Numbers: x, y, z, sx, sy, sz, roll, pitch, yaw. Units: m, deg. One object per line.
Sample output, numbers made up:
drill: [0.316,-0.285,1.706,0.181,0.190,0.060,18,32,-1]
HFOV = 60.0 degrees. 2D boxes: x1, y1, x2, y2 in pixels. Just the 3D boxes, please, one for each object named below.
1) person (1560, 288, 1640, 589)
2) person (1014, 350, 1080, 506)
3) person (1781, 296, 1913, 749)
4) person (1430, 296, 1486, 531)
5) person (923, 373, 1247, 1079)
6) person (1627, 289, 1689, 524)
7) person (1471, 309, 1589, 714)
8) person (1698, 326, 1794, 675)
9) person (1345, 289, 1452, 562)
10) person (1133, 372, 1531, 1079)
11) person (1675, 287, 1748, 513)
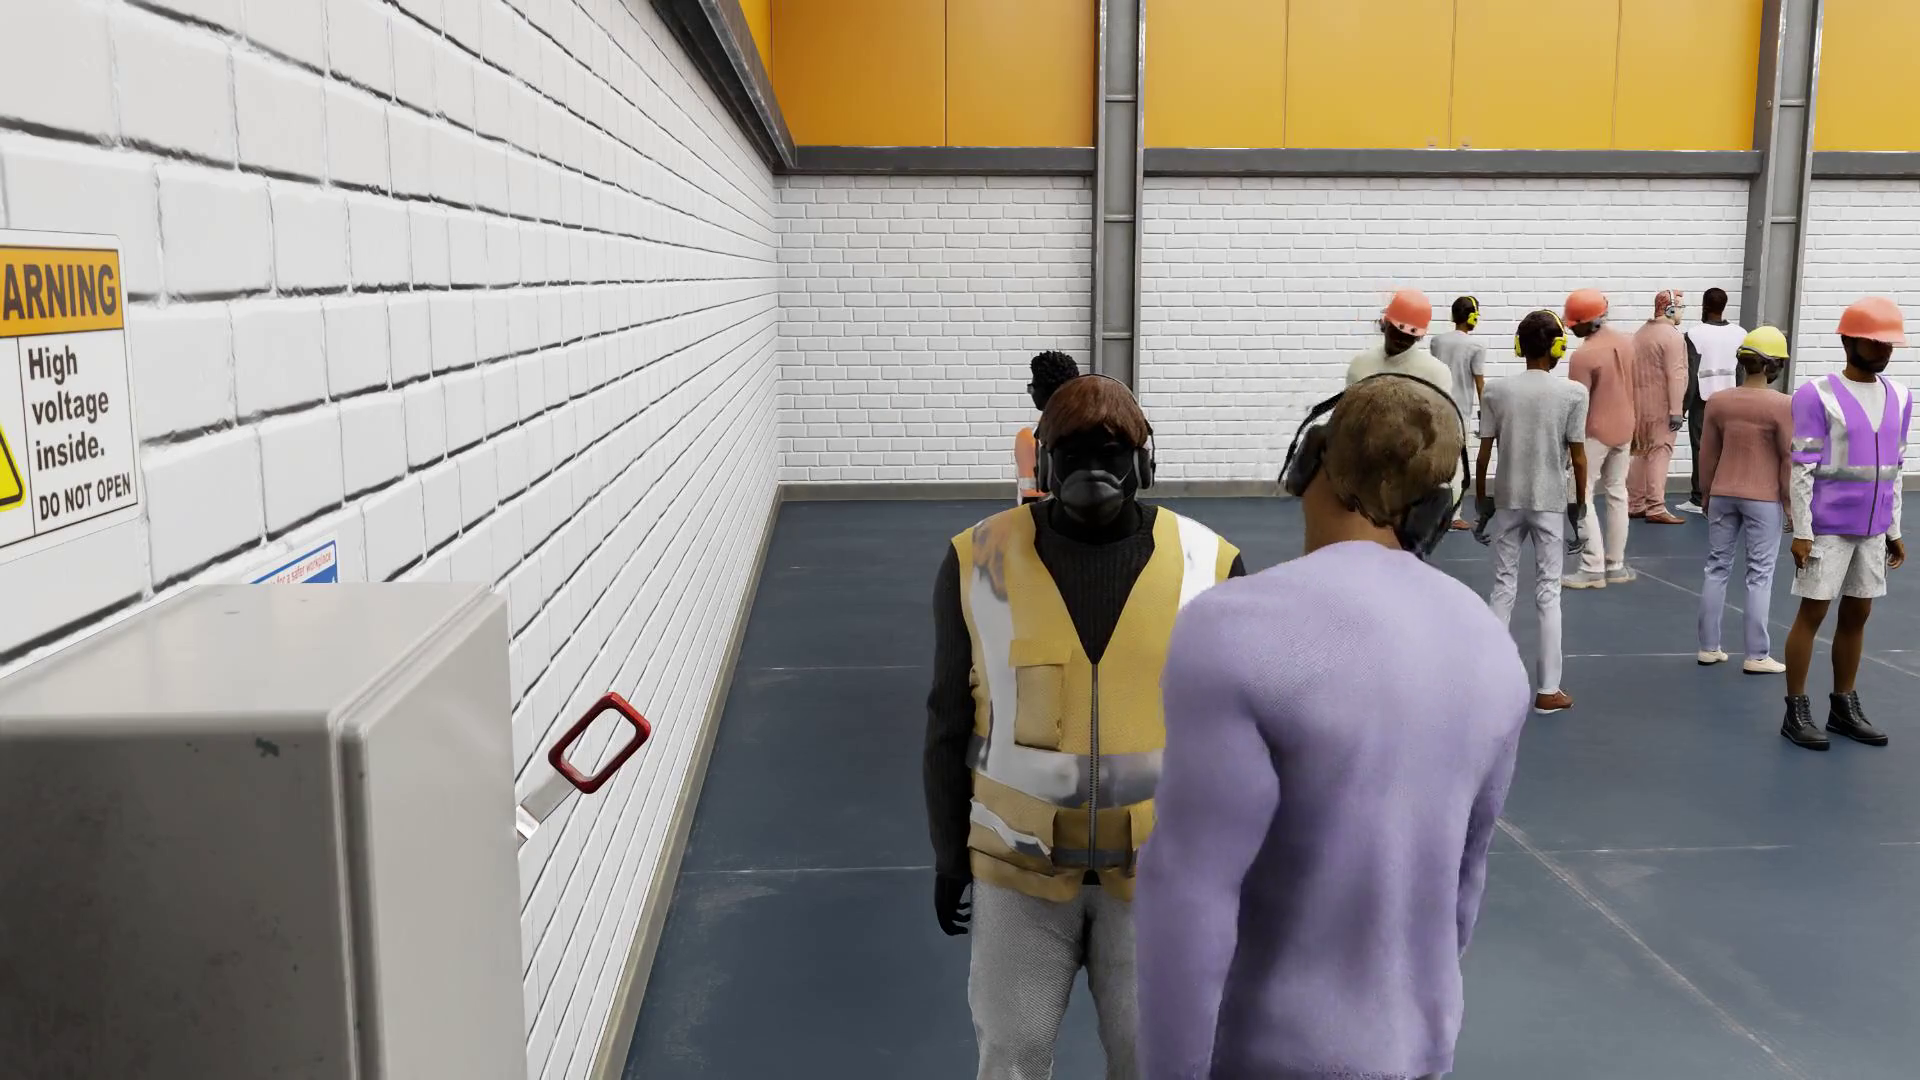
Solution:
person: [4.207,-0.664,10.870,0.748,1.952,0.389,-6,11,-32]
person: [0.419,0.025,7.275,0.322,1.696,0.536,8,12,40]
person: [3.813,-0.069,7.122,0.544,1.937,0.358,-2,9,-12]
person: [3.925,-0.995,13.178,0.349,1.861,0.540,-7,12,-39]
person: [0.242,0.609,3.159,0.627,1.844,0.429,0,9,1]
person: [5.744,-1.090,13.623,0.401,1.906,0.649,-1,9,-7]
person: [2.649,-0.130,7.728,0.533,1.864,0.311,6,11,31]
person: [4.040,-0.203,8.501,0.329,1.765,0.533,-6,11,-33]
person: [2.274,-0.336,8.773,0.461,1.950,0.687,-8,12,-39]
person: [0.502,0.730,2.273,0.700,1.893,0.362,-7,12,-39]
person: [6.401,-1.182,14.163,0.591,1.917,0.379,-2,9,-15]
